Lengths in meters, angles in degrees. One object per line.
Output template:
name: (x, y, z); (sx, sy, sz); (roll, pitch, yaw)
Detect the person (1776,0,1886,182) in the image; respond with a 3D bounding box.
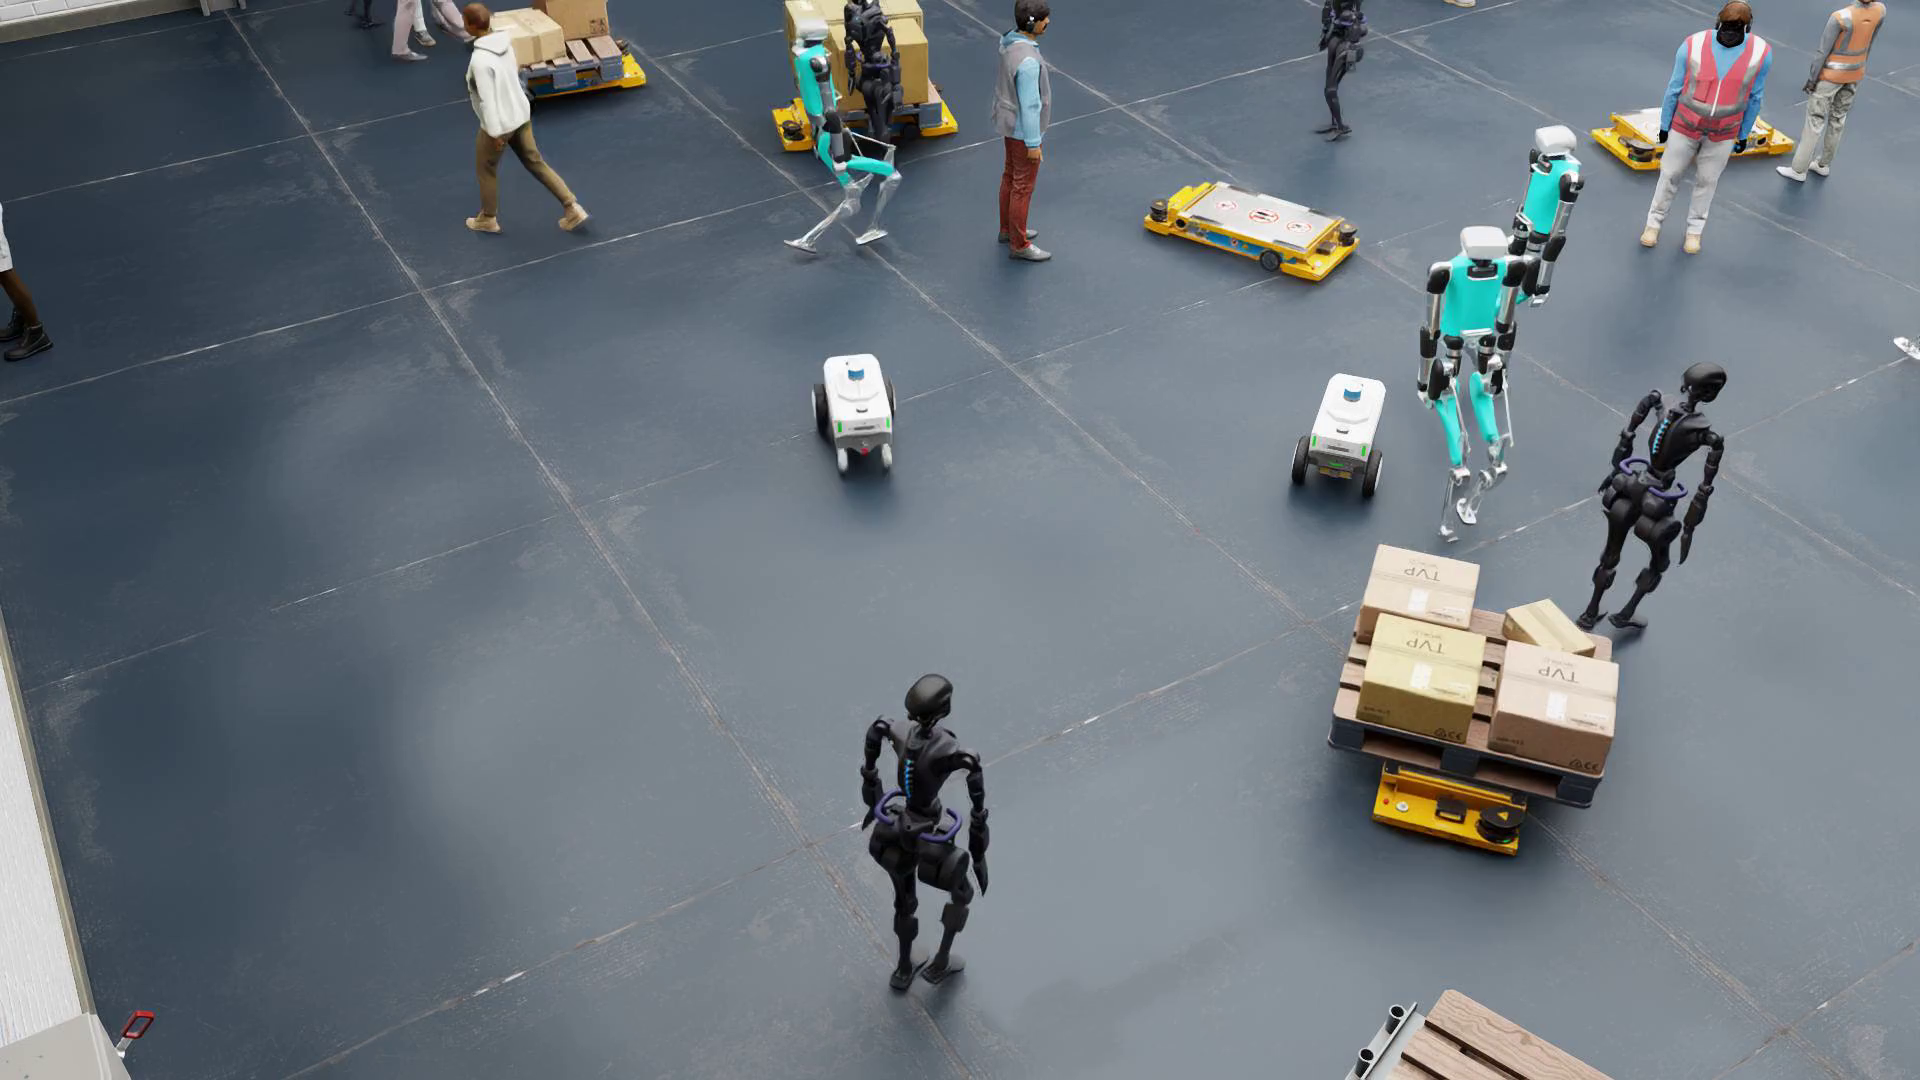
person: (6.658, -3.521, 12.638); (0.506, 1.629, 0.314); (-12, 40, -15)

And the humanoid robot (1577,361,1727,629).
humanoid robot: (3.490, -0.208, 8.426); (0.392, 1.646, 0.610); (-19, 42, -23)

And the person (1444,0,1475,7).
person: (4.848, -5.974, 15.530); (0.340, 1.882, 0.582); (16, 41, 20)

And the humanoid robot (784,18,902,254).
humanoid robot: (-0.811, -2.812, 11.651); (0.997, 1.741, 0.580); (-15, 41, -18)

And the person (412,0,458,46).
person: (-4.822, -5.380, 14.781); (0.354, 1.884, 0.572); (27, 46, 30)

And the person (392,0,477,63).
person: (-4.664, -5.047, 14.432); (0.921, 1.794, 0.569); (-5, 39, -6)

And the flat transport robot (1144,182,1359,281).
flat transport robot: (2.132, -2.293, 12.185); (1.431, 0.231, 0.659); (24, 44, 27)

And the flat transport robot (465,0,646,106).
flat transport robot: (-3.499, -4.025, 14.370); (1.431, 0.231, 0.659); (-15, 41, -18)

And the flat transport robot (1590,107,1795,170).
flat transport robot: (5.912, -3.269, 13.416); (1.431, 0.231, 0.659); (-9, 39, -11)

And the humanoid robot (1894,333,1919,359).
humanoid robot: (6.412, -1.808, 10.384); (0.534, 1.776, 0.705); (2, 38, 2)

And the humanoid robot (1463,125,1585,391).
humanoid robot: (3.300, -1.595, 10.220); (0.738, 1.907, 0.569); (-6, 39, -7)

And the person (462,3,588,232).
person: (-3.204, -2.985, 11.886); (0.913, 1.720, 0.522); (10, 39, 12)

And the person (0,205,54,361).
person: (-6.262, -2.048, 10.534); (0.359, 1.935, 0.552); (-25, 45, -28)

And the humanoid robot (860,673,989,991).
humanoid robot: (-0.167, 1.190, 6.661); (0.600, 1.646, 0.363); (18, 42, 21)

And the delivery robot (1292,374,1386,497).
delivery robot: (2.290, -0.640, 9.884); (0.499, 0.614, 0.808); (13, 40, 15)

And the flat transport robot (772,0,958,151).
flat transport robot: (-0.788, -3.490, 13.695); (1.431, 0.231, 0.659); (-9, 39, -11)

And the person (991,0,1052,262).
person: (0.430, -2.865, 11.610); (0.407, 1.877, 0.545); (-8, 39, -10)

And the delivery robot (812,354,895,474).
delivery robot: (-0.621, -0.814, 10.073); (0.499, 0.576, 0.768); (-6, 39, -8)

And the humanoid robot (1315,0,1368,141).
humanoid robot: (3.034, -3.987, 13.198); (0.385, 1.637, 0.607); (-10, 39, -12)

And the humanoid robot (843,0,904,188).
humanoid robot: (-0.612, -3.497, 12.587); (0.608, 1.633, 0.464); (31, 48, 33)

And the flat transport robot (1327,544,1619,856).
flat transport robot: (2.468, 0.904, 8.151); (0.659, 0.231, 1.431); (13, 40, 15)

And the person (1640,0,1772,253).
person: (5.234, -2.894, 11.691); (0.628, 1.836, 0.431); (13, 40, 16)

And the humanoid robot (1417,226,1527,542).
humanoid robot: (2.808, -0.756, 9.097); (0.545, 1.810, 0.797); (-5, 39, -6)

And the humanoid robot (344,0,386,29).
humanoid robot: (-5.534, -5.473, 15.068); (0.375, 1.649, 0.584); (-30, 47, -32)
